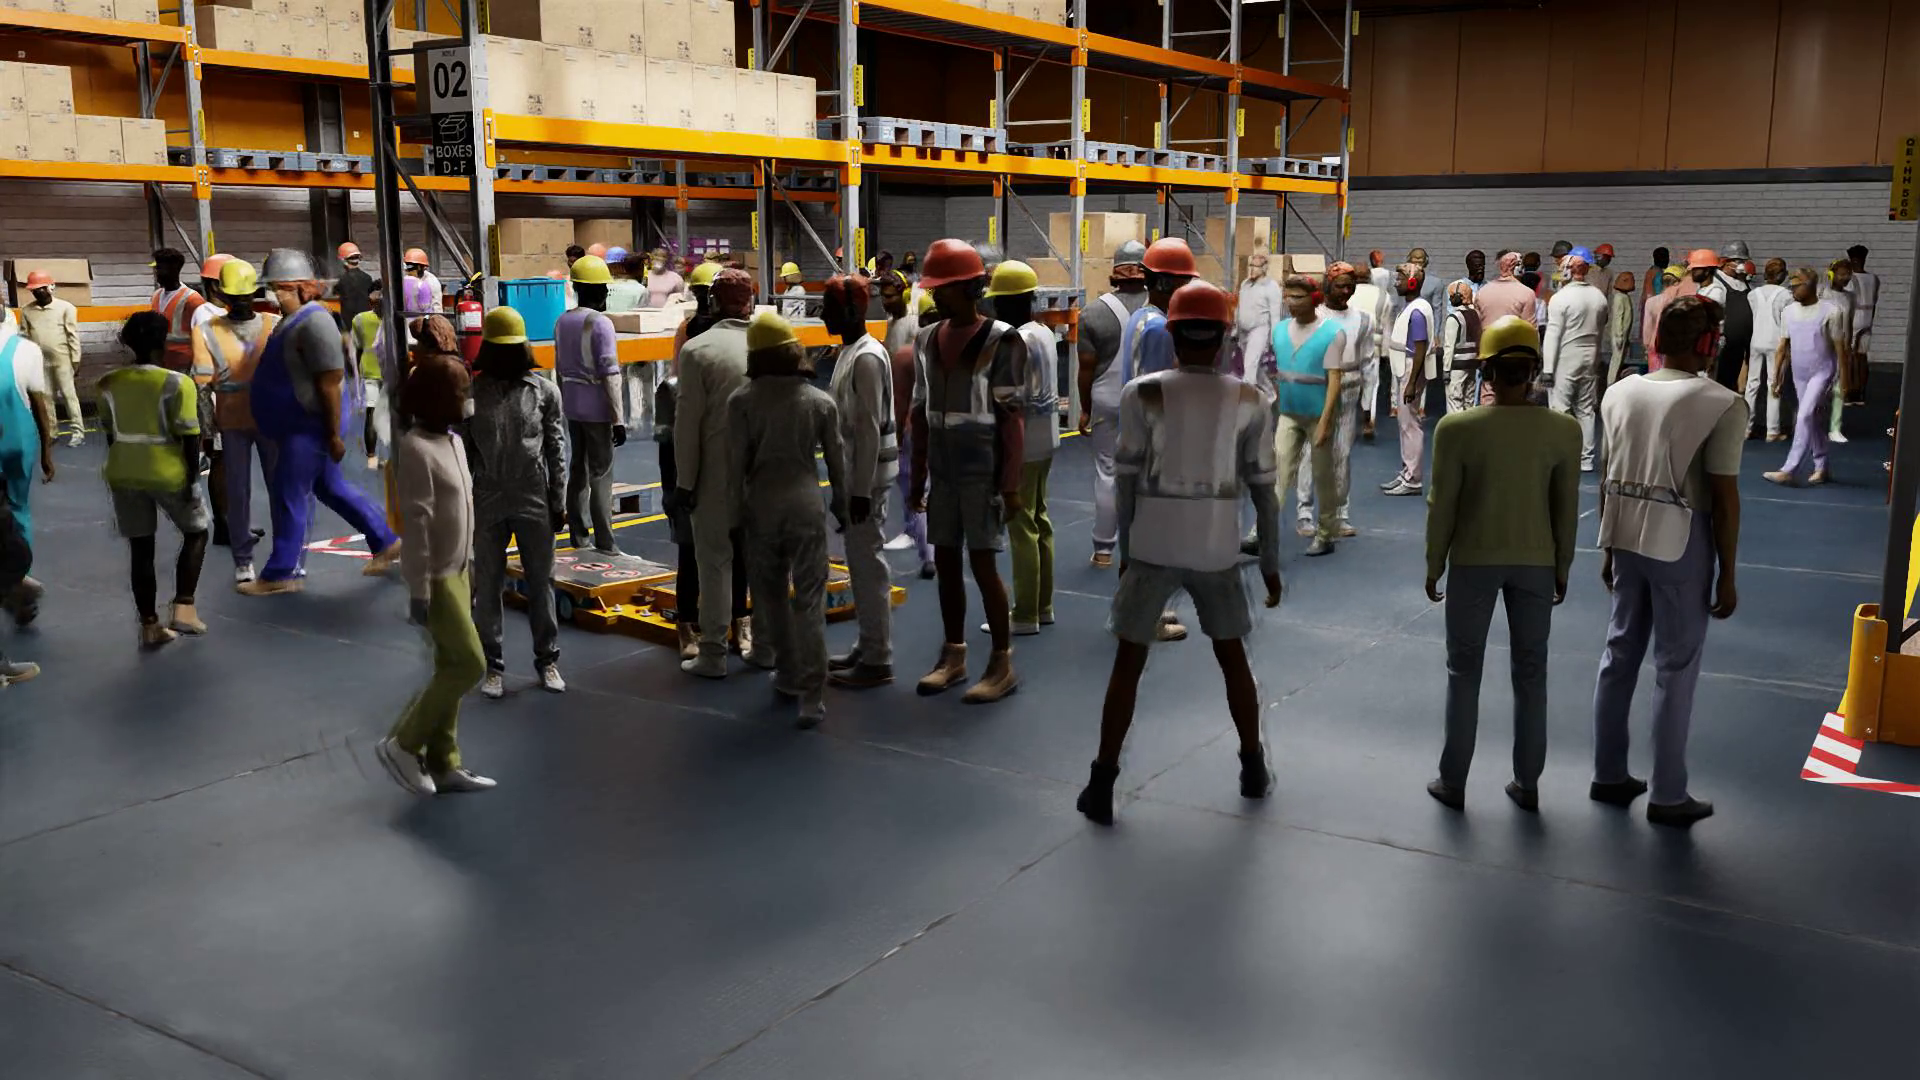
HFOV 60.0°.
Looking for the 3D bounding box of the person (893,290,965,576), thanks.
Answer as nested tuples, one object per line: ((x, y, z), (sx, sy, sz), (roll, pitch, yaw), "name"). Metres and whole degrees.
((-0.148, -0.671, 10.241), (0.535, 1.710, 0.913), (0, 10, 1), "person")

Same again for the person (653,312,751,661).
((-1.202, -0.250, 8.004), (0.535, 1.686, 0.334), (-4, 11, -22), "person")

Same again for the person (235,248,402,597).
((-3.729, -0.732, 9.686), (0.999, 2.000, 0.681), (-6, 12, -32), "person")

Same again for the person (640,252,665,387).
((-4.112, -2.858, 21.982), (0.517, 1.860, 0.317), (0, 10, -1), "person")

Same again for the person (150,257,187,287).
((-8.039, -2.004, 17.047), (0.370, 1.929, 0.585), (-7, 12, -32), "person")

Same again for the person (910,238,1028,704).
((0.009, -0.297, 7.319), (0.610, 2.032, 0.410), (9, 13, 40), "person")

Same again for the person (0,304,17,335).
((-6.710, -0.984, 11.328), (0.606, 1.959, 0.371), (-7, 12, -33), "person")

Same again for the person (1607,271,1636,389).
((8.224, -2.511, 20.665), (0.275, 1.636, 0.507), (6, 12, 30), "person")

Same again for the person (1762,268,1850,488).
((6.938, -1.323, 13.634), (0.926, 1.786, 0.547), (-5, 11, -25), "person")

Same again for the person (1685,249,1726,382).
((7.131, -1.826, 16.035), (0.373, 1.934, 0.551), (1, 10, 4), "person")

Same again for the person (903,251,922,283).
((-0.788, -3.598, 26.110), (0.505, 1.846, 0.346), (-8, 13, -36), "person")

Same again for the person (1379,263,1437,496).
((3.581, -1.269, 13.202), (0.377, 1.844, 0.570), (2, 10, 8), "person")

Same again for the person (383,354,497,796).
((-1.839, 0.142, 5.993), (0.345, 1.617, 0.517), (0, 10, 0), "person")

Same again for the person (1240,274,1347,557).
((2.107, -0.754, 10.461), (0.935, 1.795, 0.571), (-10, 14, -42), "person")

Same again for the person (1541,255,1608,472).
((5.299, -1.520, 14.465), (0.650, 1.898, 0.395), (-5, 12, -28), "person")

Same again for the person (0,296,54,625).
((-5.070, -0.459, 8.806), (0.801, 1.827, 0.515), (10, 14, 43), "person")

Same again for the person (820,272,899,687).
((-0.468, -0.275, 7.625), (0.364, 1.879, 0.581), (-2, 10, -11), "person")

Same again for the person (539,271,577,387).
((-4.385, -2.023, 17.803), (0.594, 1.679, 0.927), (0, 10, -2), "person")

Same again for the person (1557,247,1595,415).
((6.635, -2.195, 18.047), (0.391, 1.949, 0.602), (6, 12, 32), "person")

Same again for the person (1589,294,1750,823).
((2.449, 0.068, 5.818), (0.388, 1.838, 0.563), (-5, 11, -27), "person")

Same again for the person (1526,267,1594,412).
((7.120, -2.366, 19.659), (0.535, 1.710, 0.962), (-8, 13, -39), "person")

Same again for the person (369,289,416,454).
((-4.661, -1.264, 13.763), (0.537, 1.621, 0.370), (9, 13, 40), "person")

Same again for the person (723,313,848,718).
((-0.738, -0.113, 7.116), (0.546, 1.704, 0.690), (-2, 10, -8), "person")

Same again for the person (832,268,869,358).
((-1.135, -2.187, 18.128), (0.597, 1.909, 0.405), (-5, 11, -25), "person")

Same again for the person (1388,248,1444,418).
((5.169, -2.352, 18.958), (0.629, 1.936, 0.373), (2, 10, 12), "person")

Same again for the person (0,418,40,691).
((-4.424, -0.295, 7.445), (0.454, 1.972, 0.634), (-8, 13, -38), "person")

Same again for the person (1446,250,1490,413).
((5.310, -2.050, 17.331), (0.596, 1.918, 0.385), (-4, 11, -22), "person")

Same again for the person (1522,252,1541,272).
((8.537, -3.400, 25.012), (0.329, 1.843, 0.518), (9, 14, 42), "person")

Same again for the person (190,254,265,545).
((-4.893, -0.933, 11.104), (0.365, 1.932, 0.543), (-2, 11, -13), "person")

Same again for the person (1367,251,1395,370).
((6.487, -3.613, 26.192), (0.566, 1.850, 0.836), (-3, 11, -14), "person")

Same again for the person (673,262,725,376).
((-1.484, -0.674, 9.774), (0.422, 1.903, 0.628), (-4, 11, -20), "person")

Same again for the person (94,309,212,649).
((-3.997, -0.298, 8.267), (0.542, 1.679, 0.377), (0, 10, 0), "person")

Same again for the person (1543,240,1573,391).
((8.059, -3.022, 22.373), (0.536, 2.000, 0.693), (7, 12, 34), "person")

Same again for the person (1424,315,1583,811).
((1.915, 0.089, 5.918), (0.525, 1.760, 0.340), (1, 10, 4), "person")

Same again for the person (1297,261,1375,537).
((2.549, -0.955, 11.382), (0.585, 1.878, 0.362), (-1, 10, -4), "person")
